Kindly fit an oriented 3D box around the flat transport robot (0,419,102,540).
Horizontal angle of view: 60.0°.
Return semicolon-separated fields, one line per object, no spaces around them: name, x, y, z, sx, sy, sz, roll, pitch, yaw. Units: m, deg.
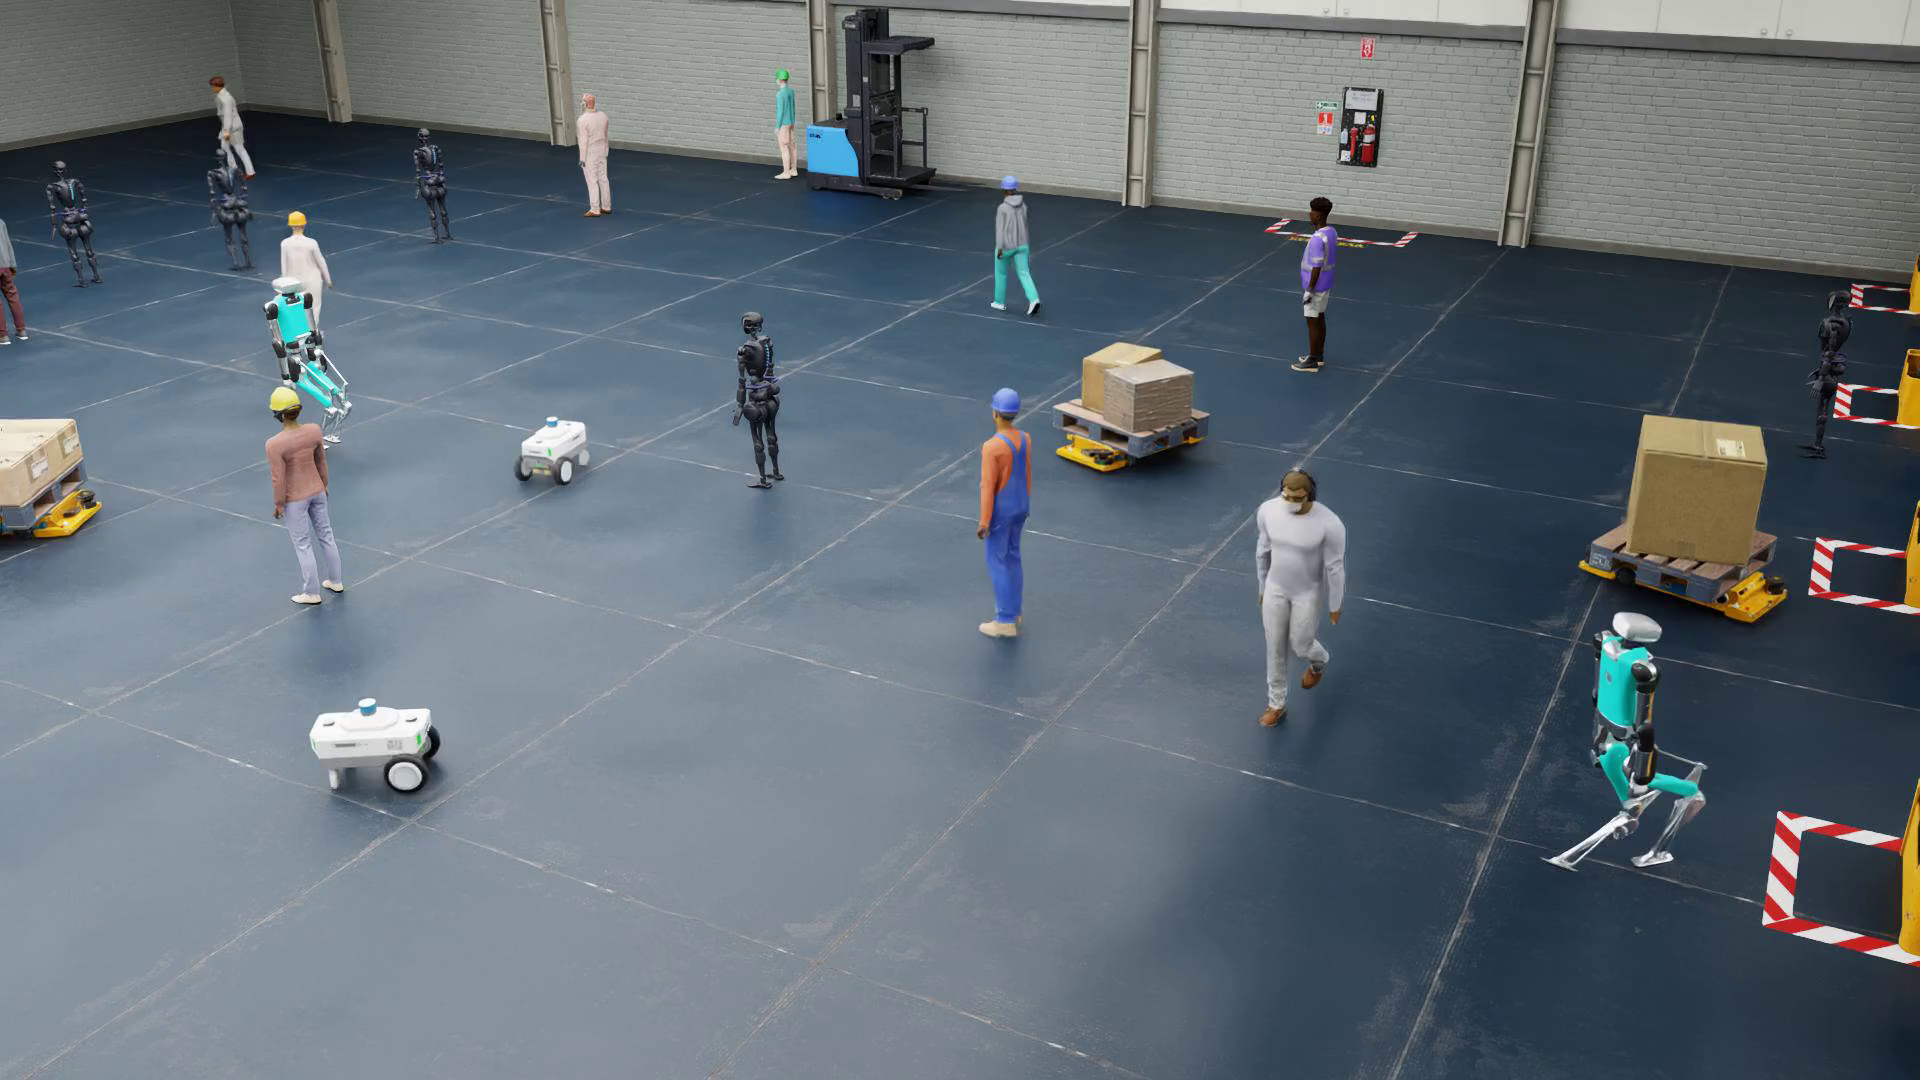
flat transport robot;-8.455;-0.225;14.686;1.431;0.231;0.659;-1;23;-3

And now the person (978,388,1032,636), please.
person;0.360;-0.209;12.627;0.502;1.878;0.598;21;31;40

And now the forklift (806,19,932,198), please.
forklift;-1.573;-7.292;27.850;1.873;2.768;1.129;12;26;25

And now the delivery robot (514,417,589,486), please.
delivery robot;-3.864;-0.854;15.804;0.499;0.607;0.790;7;24;16

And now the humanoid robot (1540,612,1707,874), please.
humanoid robot;3.918;1.210;9.509;1.030;1.744;0.540;-4;24;-10

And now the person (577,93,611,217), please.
person;-5.790;-6.056;26.187;0.409;1.906;0.653;12;26;25

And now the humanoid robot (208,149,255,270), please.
humanoid robot;-10.091;-4.567;23.027;0.407;1.635;0.611;17;28;34

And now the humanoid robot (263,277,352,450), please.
humanoid robot;-6.208;-1.677;16.038;0.735;1.677;0.533;12;26;25

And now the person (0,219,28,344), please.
person;-11.468;-3.230;19.726;0.376;1.810;0.557;12;26;25

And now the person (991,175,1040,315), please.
person;0.706;-3.692;20.889;0.541;1.742;0.818;-14;27;-30

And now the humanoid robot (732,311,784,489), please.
humanoid robot;-1.871;-1.305;15.398;0.315;1.657;0.599;12;26;25

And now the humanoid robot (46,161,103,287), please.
humanoid robot;-11.847;-4.220;22.186;0.315;1.657;0.599;12;26;25

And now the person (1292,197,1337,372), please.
person;4.005;-2.877;18.712;0.361;1.963;0.613;12;26;25

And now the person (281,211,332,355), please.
person;-7.619;-2.999;19.388;0.491;1.648;0.889;-1;23;-3

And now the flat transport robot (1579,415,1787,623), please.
flat transport robot;5.851;0.286;13.498;0.659;0.231;1.431;-21;31;-40

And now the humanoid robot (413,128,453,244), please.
humanoid robot;-7.794;-5.224;24.522;0.315;1.657;0.599;12;26;25

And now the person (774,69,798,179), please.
person;-3.059;-7.254;29.017;0.352;1.872;0.531;12;26;25

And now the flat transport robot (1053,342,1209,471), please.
flat transport robot;1.699;-0.993;16.474;1.431;0.231;0.659;-19;30;-37

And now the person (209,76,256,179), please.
person;-12.646;-7.131;28.843;0.633;1.786;0.536;-16;28;-33

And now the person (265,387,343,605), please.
person;-5.186;-0.350;13.079;0.316;1.767;0.533;12;26;25

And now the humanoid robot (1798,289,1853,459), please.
humanoid robot;8.402;-1.620;16.133;0.315;1.657;0.599;12;26;25

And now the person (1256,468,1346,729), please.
person;2.335;0.332;11.335;0.637;1.904;0.673;16;28;32

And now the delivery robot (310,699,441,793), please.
delivery robot;-3.766;1.308;10.752;0.763;0.592;0.505;-2;23;-6
